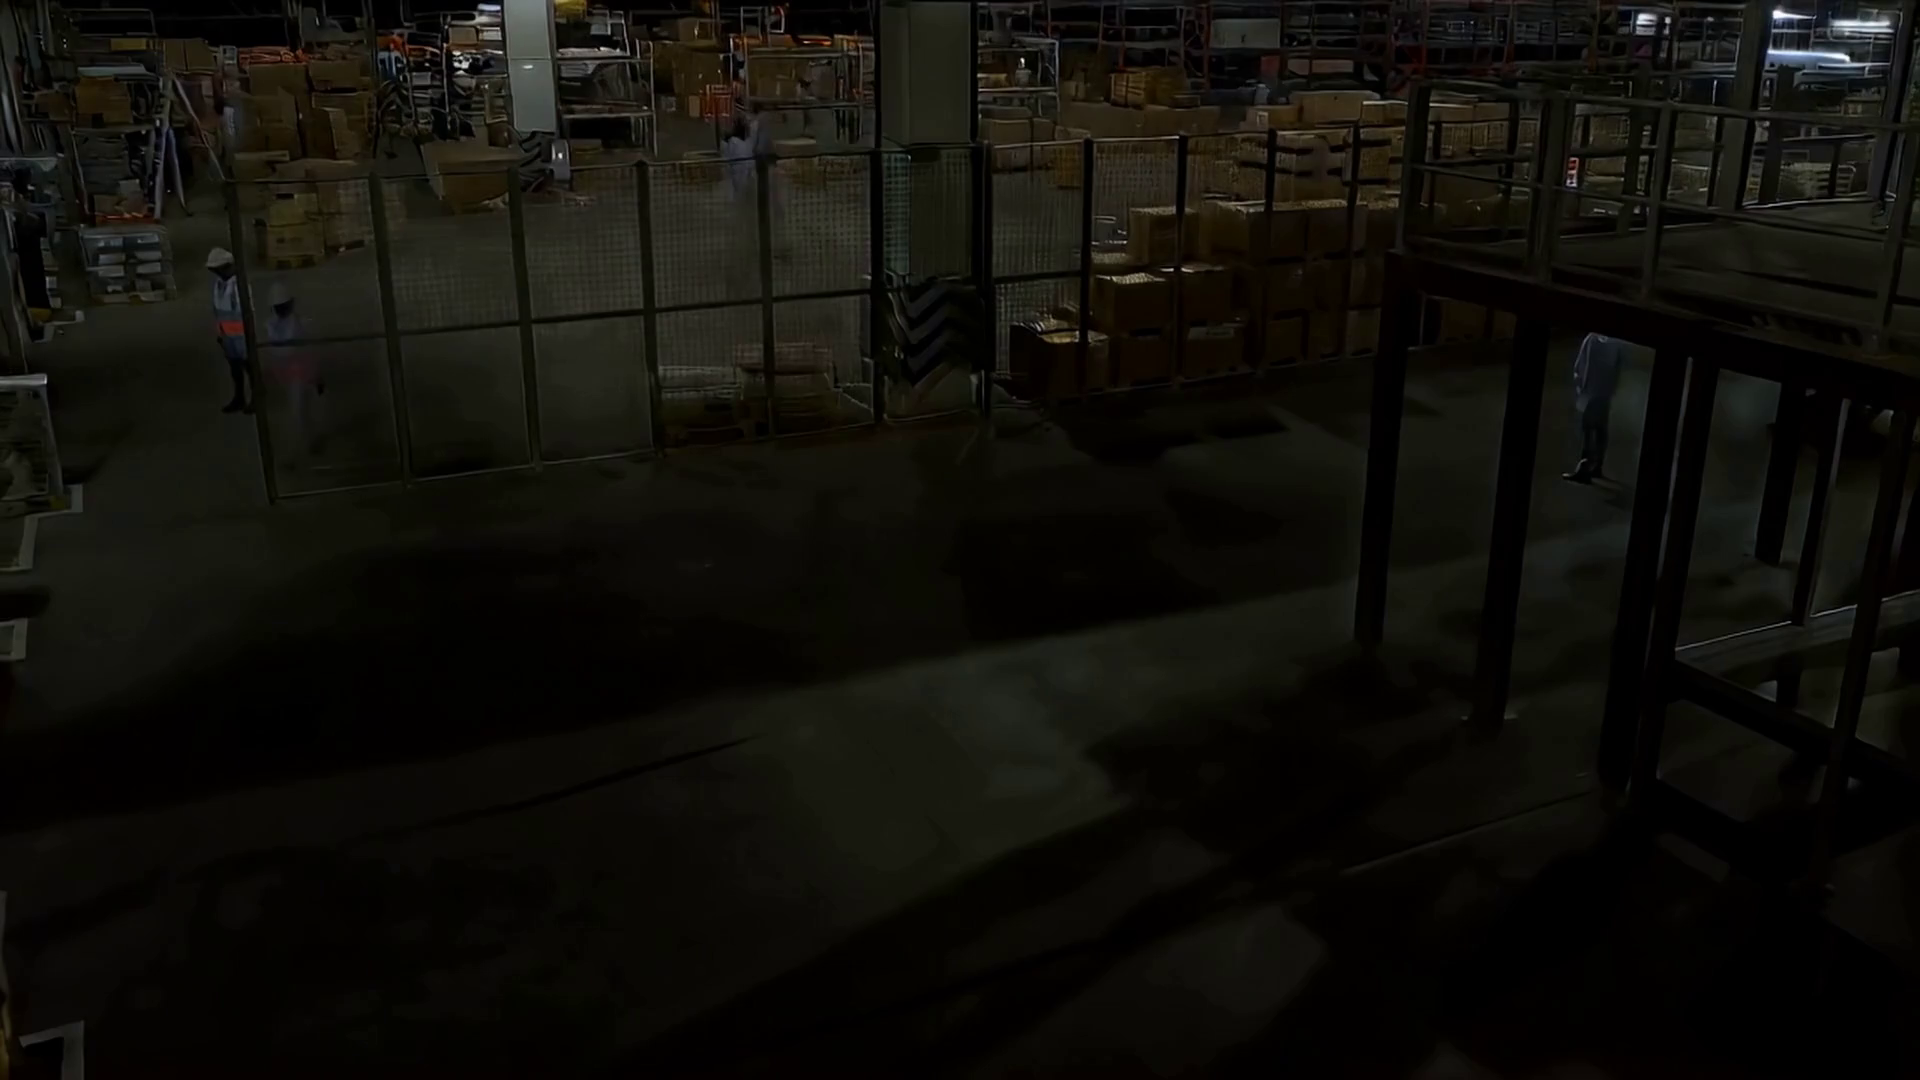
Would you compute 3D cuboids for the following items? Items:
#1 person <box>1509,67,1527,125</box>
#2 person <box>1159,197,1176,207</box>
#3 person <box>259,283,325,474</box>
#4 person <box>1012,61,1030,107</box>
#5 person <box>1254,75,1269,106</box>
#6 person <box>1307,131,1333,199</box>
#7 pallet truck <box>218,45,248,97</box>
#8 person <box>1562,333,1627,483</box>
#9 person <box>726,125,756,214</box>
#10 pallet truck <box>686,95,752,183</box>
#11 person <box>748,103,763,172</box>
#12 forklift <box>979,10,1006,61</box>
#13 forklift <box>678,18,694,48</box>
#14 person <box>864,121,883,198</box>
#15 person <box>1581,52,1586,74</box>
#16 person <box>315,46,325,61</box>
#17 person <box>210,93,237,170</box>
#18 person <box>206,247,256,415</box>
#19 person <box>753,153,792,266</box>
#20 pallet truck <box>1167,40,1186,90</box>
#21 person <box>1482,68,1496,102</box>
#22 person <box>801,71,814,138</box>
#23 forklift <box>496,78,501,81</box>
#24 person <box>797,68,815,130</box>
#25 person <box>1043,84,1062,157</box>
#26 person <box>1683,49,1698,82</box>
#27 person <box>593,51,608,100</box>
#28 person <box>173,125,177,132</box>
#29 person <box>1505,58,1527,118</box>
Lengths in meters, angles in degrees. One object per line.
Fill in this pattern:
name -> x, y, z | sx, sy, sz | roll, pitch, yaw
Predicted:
person -> 18.076, -14.388, 53.936 | 0.511, 1.856, 0.408 | -2, 19, -6
person -> 3.027, -3.875, 23.397 | 0.746, 1.893, 0.602 | -15, 24, -37
person -> -6.848, -1.633, 16.872 | 0.613, 1.913, 0.898 | 6, 20, 17
person -> 2.090, -15.337, 56.588 | 0.611, 1.926, 0.989 | 3, 19, 9
person -> 9.608, -13.914, 52.822 | 0.547, 1.663, 0.769 | 12, 23, 32
person -> 7.358, -7.488, 34.107 | 0.588, 1.744, 0.555 | -5, 20, -15
pallet truck -> -28.879, -18.665, 66.111 | 0.823, 1.965, 1.885 | -3, 19, -9
person -> 6.323, -1.491, 16.556 | 0.429, 1.846, 0.632 | 17, 25, 40
person -> -4.497, -7.655, 34.467 | 0.632, 1.824, 0.638 | -8, 21, -23
pallet truck -> -5.836, -9.608, 39.856 | 0.823, 1.965, 1.885 | 10, 22, 27
person -> -5.143, -10.095, 41.722 | 0.370, 1.686, 0.550 | -13, 23, -34
forklift -> 1.963, -25.268, 83.916 | 1.873, 2.768, 1.129 | -9, 21, -25
forklift -> -11.816, -21.177, 72.058 | 1.873, 2.768, 1.129 | -9, 21, -25
person -> -1.849, -8.371, 36.677 | 0.506, 1.724, 0.524 | 2, 19, 7
person -> 24.692, -18.511, 66.117 | 0.540, 1.695, 0.317 | 13, 23, 32
person -> -26.267, -19.392, 68.464 | 0.974, 1.849, 0.576 | 2, 19, 5
person -> -18.561, -10.307, 41.973 | 0.551, 1.937, 0.357 | -10, 21, -26
person -> -8.303, -2.382, 19.011 | 0.547, 1.930, 0.384 | 10, 21, 26
person -> -3.271, -5.722, 28.768 | 0.626, 1.894, 1.012 | 6, 20, 16
pallet truck -> 9.045, -19.971, 69.895 | 0.823, 1.965, 1.885 | -3, 19, -8
person -> 16.507, -13.754, 51.967 | 0.370, 1.933, 0.550 | 13, 23, 32
person -> -4.611, -13.115, 50.111 | 0.372, 1.940, 0.632 | -1, 19, -3
forklift -> -16.280, -17.529, 61.485 | 1.873, 2.768, 1.129 | -9, 21, -25
person -> -4.873, -13.989, 52.705 | 0.602, 1.896, 0.644 | 6, 20, 16
person -> 2.526, -11.389, 45.124 | 0.593, 1.924, 0.382 | 17, 25, 41
person -> 31.185, -20.133, 70.971 | 0.506, 1.599, 0.821 | 1, 19, 4
person -> -13.524, -17.447, 62.718 | 0.549, 1.920, 0.720 | -9, 21, -25
person -> -24.577, -13.465, 51.591 | 0.515, 1.634, 0.314 | 13, 23, 32
person -> 18.591, -15.139, 55.824 | 0.689, 2.000, 0.537 | 1, 19, 3
